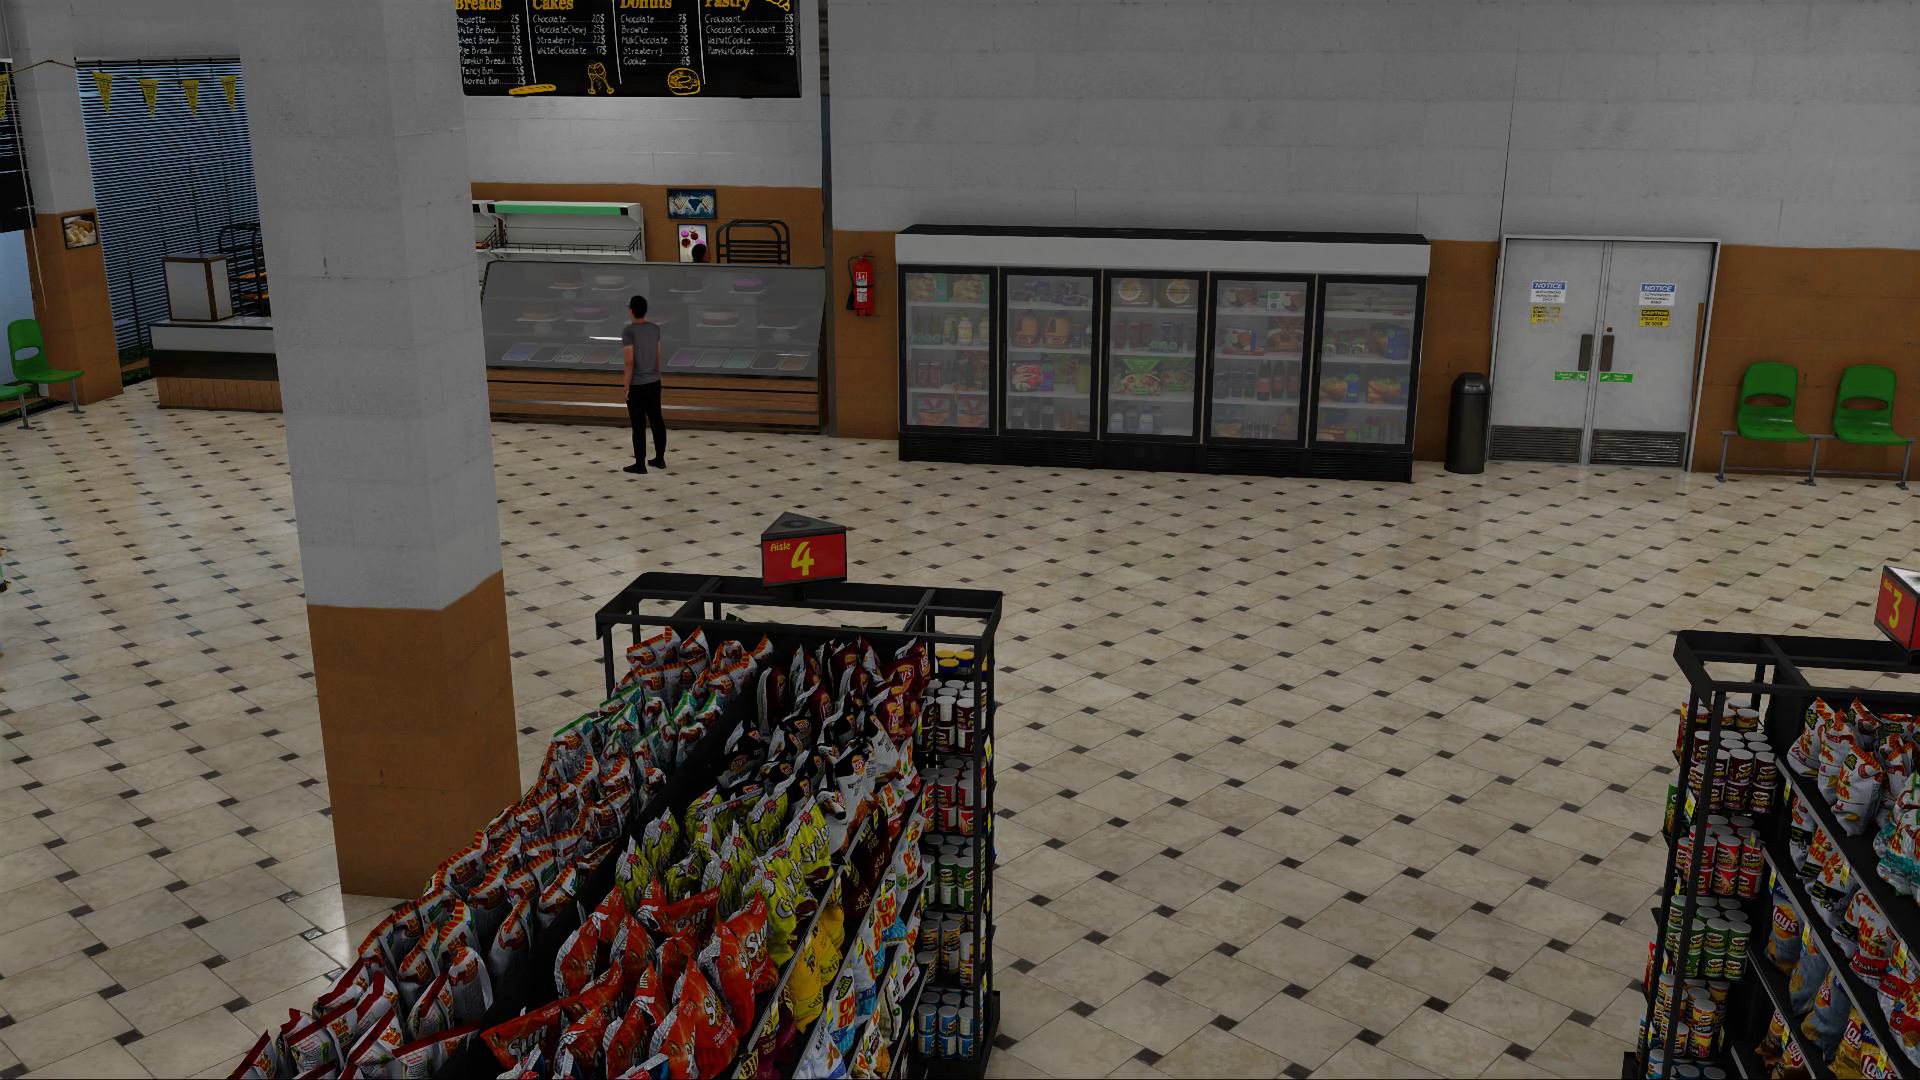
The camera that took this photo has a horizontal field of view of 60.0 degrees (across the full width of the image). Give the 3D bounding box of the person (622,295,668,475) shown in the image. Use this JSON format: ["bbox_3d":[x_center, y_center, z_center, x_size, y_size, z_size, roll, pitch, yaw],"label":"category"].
[{"bbox_3d":[-3.129,-1.545,16.427,0.751,1.755,0.636,12,21,35],"label":"person"}]
